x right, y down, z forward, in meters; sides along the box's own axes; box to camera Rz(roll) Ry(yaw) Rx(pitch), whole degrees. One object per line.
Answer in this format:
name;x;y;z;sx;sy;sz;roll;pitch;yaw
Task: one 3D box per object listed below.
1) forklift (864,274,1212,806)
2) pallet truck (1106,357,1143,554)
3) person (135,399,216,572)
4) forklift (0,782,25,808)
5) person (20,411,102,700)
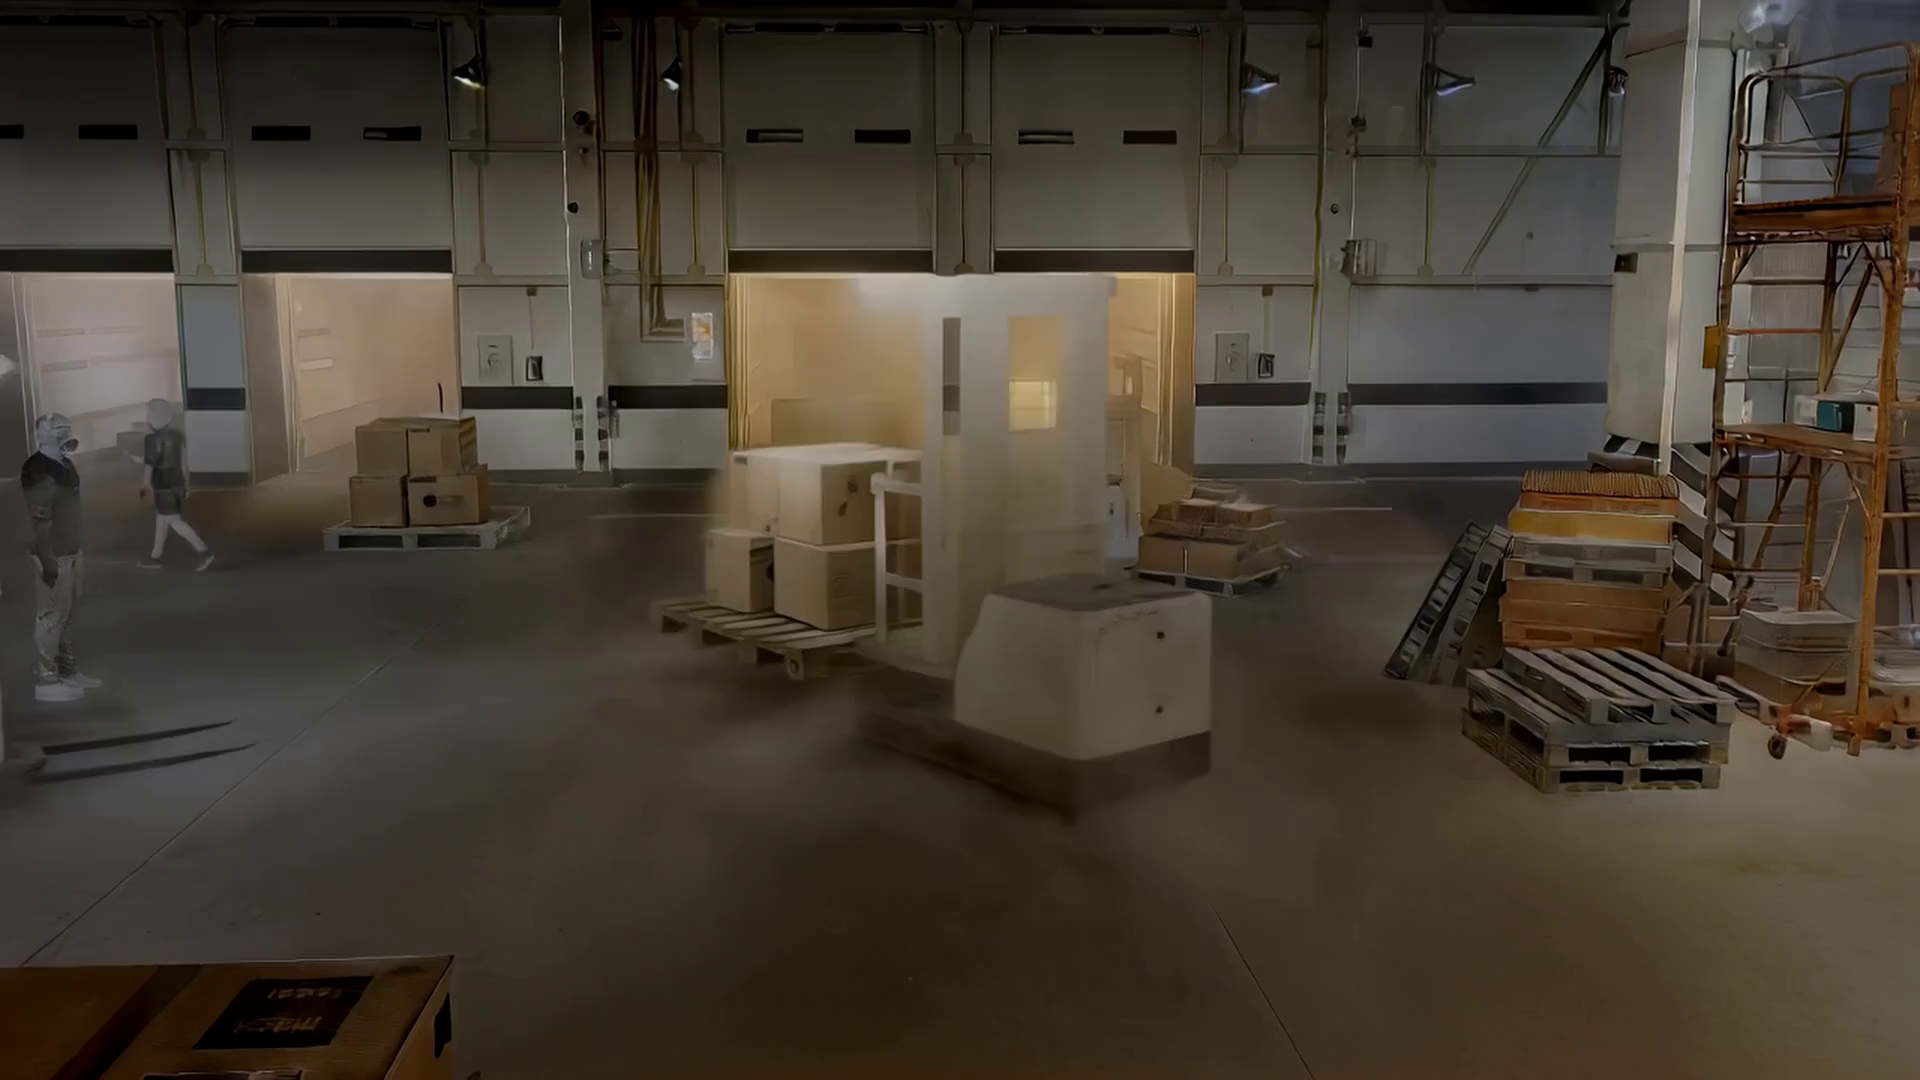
forklift;0.443;-0.107;9.418;1.129;2.768;1.873;-7;11;-38
pallet truck;2.088;-0.836;16.757;1.885;1.965;0.823;2;9;13
person;-7.498;-0.513;15.818;0.871;1.664;0.532;1;9;7
forklift;-6.003;0.041;8.491;1.873;2.768;1.129;-6;11;-32
person;-6.017;0.103;11.096;0.355;1.929;0.627;-2;9;-11
